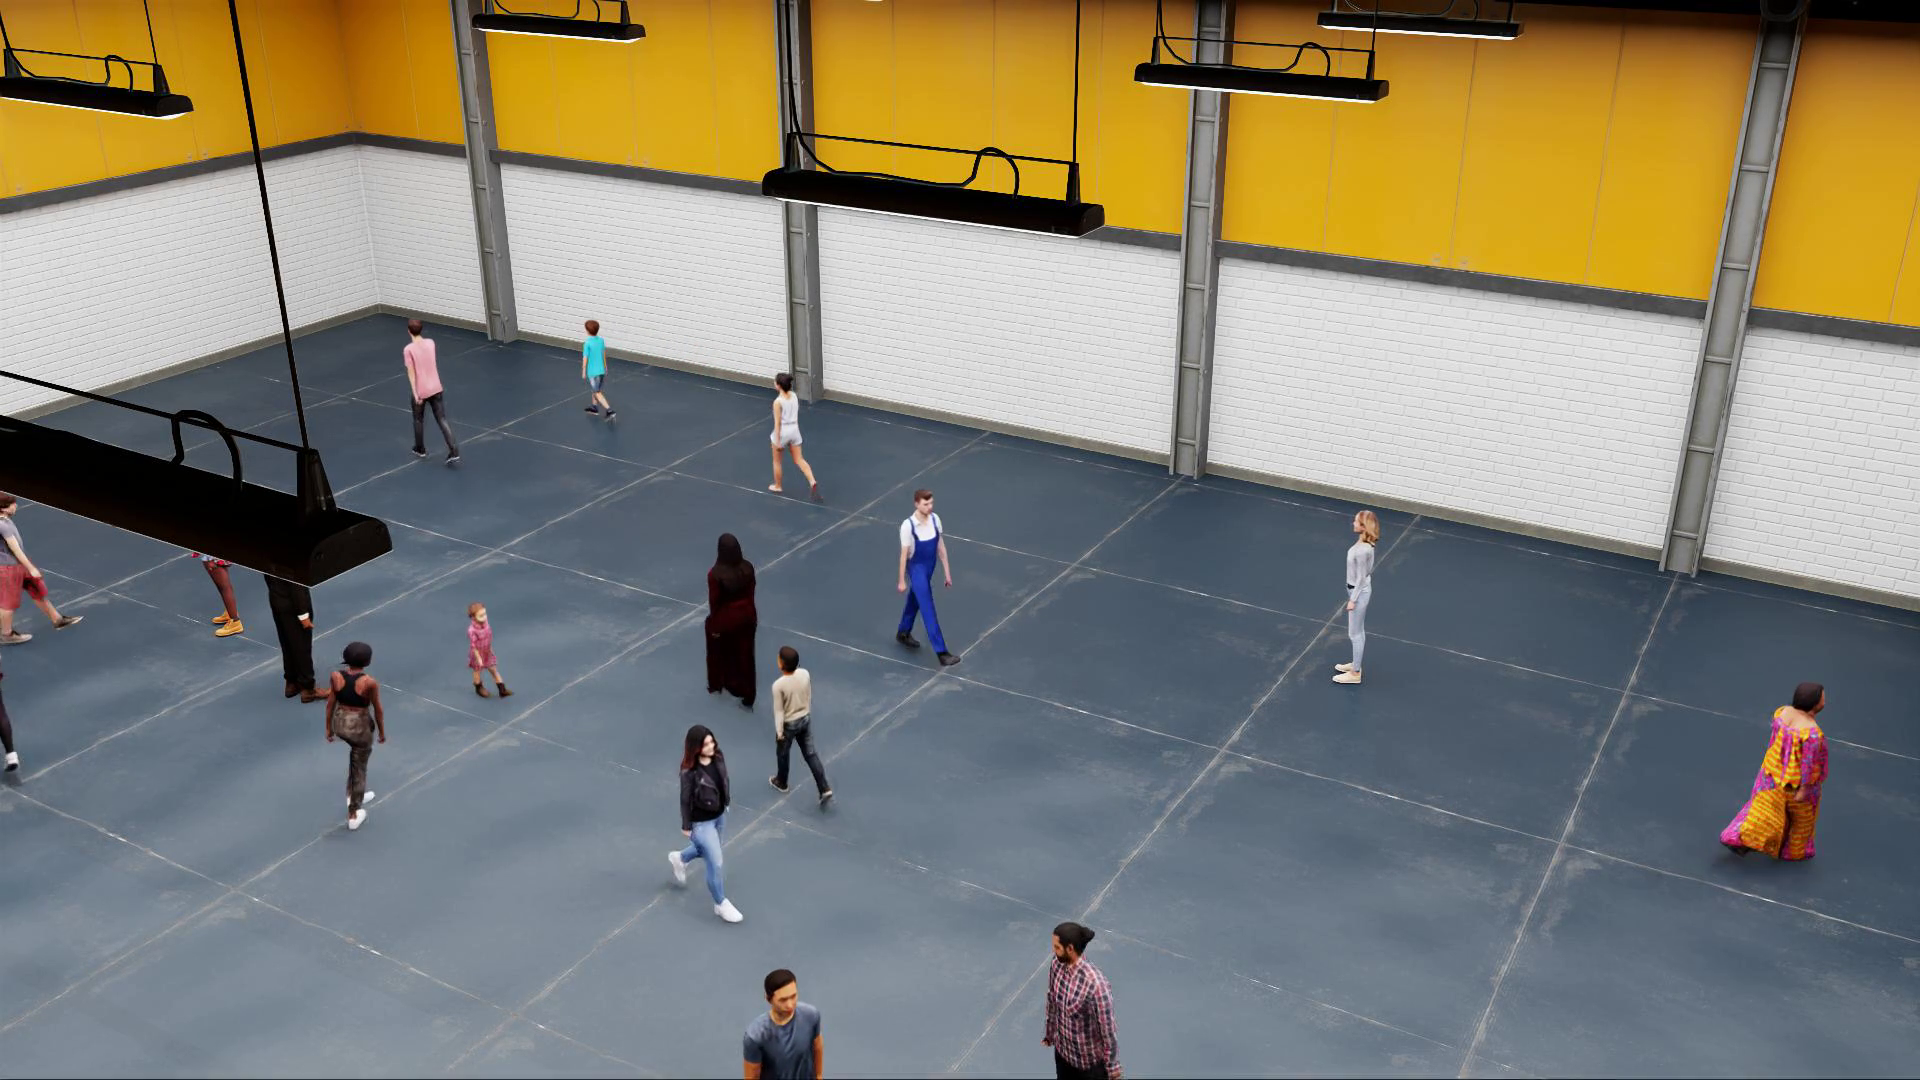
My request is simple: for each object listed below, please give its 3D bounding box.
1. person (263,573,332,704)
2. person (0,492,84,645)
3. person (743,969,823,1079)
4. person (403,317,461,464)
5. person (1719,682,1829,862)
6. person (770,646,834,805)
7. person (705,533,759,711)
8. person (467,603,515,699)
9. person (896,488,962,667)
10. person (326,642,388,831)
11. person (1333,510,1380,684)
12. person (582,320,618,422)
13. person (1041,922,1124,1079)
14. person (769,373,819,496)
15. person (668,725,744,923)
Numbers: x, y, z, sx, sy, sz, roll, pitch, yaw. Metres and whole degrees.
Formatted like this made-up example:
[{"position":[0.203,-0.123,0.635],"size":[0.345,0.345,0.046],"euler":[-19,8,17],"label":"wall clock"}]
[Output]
[{"position":[-6.360,0.627,15.781],"size":[0.625,1.904,0.795],"euler":[19,30,37],"label":"person"},{"position":[-9.690,0.312,16.856],"size":[1.012,1.620,1.013],"euler":[-9,25,-20],"label":"person"},{"position":[-1.079,3.253,9.923],"size":[1.011,1.784,1.152],"euler":[-12,26,-25],"label":"person"},{"position":[-6.850,-1.900,21.541],"size":[1.277,1.922,0.851],"euler":[22,32,40],"label":"person"},{"position":[6.566,1.857,13.266],"size":[1.153,1.665,1.073],"euler":[-5,24,-12],"label":"person"},{"position":[-1.361,1.592,14.154],"size":[0.807,1.440,1.046],"euler":[-16,28,-33],"label":"person"},{"position":[-2.081,0.805,15.589],"size":[0.885,1.733,1.026],"euler":[-17,29,-34],"label":"person"},{"position":[-4.617,1.057,15.925],"size":[0.693,1.002,0.441],"euler":[14,27,30],"label":"person"},{"position":[-0.439,0.321,16.618],"size":[0.928,1.795,1.330],"euler":[-19,30,-37],"label":"person"},{"position":[-5.041,1.625,13.794],"size":[0.697,1.667,0.809],"euler":[1,24,2],"label":"person"},{"position":[3.861,0.542,16.111],"size":[0.573,1.796,0.629],"euler":[8,25,17],"label":"person"},{"position":[-5.042,-2.355,23.199],"size":[0.939,1.426,0.570],"euler":[15,28,31],"label":"person"},{"position":[0.807,3.137,10.264],"size":[0.720,1.725,0.984],"euler":[18,29,35],"label":"person"},{"position":[-2.080,-1.284,20.553],"size":[1.008,1.583,0.698],"euler":[19,30,37],"label":"person"},{"position":[-1.996,2.124,12.726],"size":[1.007,1.608,0.643],"euler":[14,27,29],"label":"person"}]
